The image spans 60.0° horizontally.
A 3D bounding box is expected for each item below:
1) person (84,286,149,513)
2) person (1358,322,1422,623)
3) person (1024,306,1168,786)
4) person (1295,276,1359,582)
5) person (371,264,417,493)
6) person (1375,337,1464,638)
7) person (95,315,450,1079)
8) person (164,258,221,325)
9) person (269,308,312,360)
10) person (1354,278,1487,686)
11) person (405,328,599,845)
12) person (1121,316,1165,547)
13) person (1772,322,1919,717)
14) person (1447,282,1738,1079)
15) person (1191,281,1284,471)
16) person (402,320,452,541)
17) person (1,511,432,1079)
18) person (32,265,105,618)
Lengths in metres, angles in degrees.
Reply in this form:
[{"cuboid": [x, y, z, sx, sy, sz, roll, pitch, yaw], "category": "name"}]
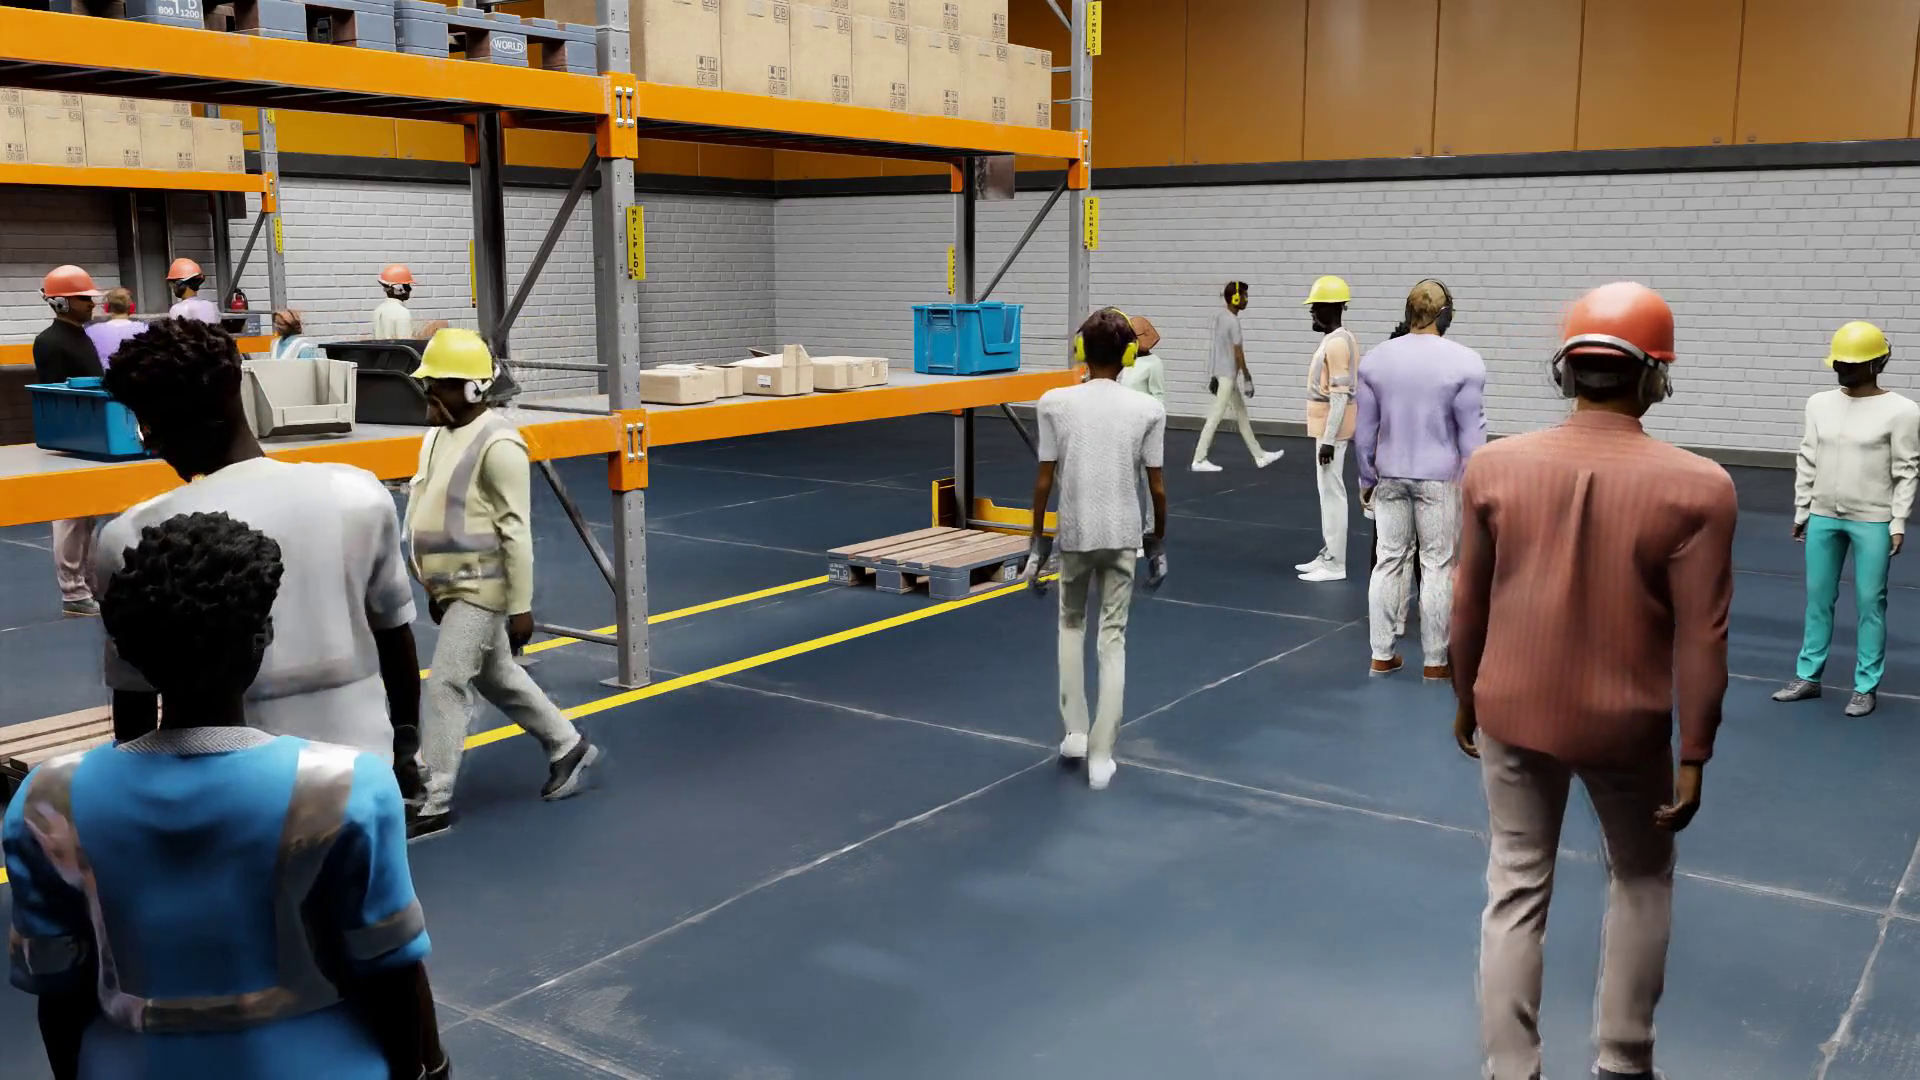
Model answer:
[{"cuboid": [-6.727, -1.126, 13.402, 0.569, 1.824, 0.766, -3, 10, -20], "category": "person"}, {"cuboid": [2.490, -0.379, 9.318, 0.535, 1.697, 0.322, 4, 10, 22], "category": "person"}, {"cuboid": [0.544, 0.013, 6.543, 0.557, 1.843, 0.628, 1, 10, 6], "category": "person"}, {"cuboid": [2.326, -0.698, 10.531, 0.366, 1.926, 0.593, 2, 10, 10], "category": "person"}, {"cuboid": [-4.907, -1.412, 14.581, 0.380, 1.996, 0.608, -9, 13, -43], "category": "person"}, {"cuboid": [2.484, -0.280, 8.903, 0.523, 1.638, 0.310, 2, 10, 13], "category": "person"}, {"cuboid": [-1.429, 0.487, 3.527, 0.674, 1.916, 0.411, -8, 12, -38], "category": "person"}, {"cuboid": [-6.602, -1.391, 14.317, 0.383, 2.041, 0.616, 1, 10, 5], "category": "person"}, {"cuboid": [-5.665, -1.163, 14.185, 0.535, 1.624, 0.417, 7, 12, 36], "category": "person"}, {"cuboid": [2.201, -0.275, 7.983, 0.635, 1.937, 0.352, 7, 12, 37], "category": "person"}, {"cuboid": [-1.702, 0.137, 5.954, 0.894, 1.802, 0.598, -8, 12, -39], "category": "person"}, {"cuboid": [1.271, -0.770, 11.834, 0.284, 1.633, 0.498, -4, 10, -24], "category": "person"}, {"cuboid": [3.968, -0.090, 7.427, 0.343, 1.757, 0.526, -6, 11, -33], "category": "person"}, {"cuboid": [1.433, 0.405, 3.844, 0.636, 1.972, 0.645, 6, 11, 31], "category": "person"}, {"cuboid": [2.678, -1.555, 15.946, 0.963, 1.817, 0.562, 0, 10, -3], "category": "person"}, {"cuboid": [-3.736, -0.796, 12.105, 0.861, 1.588, 0.500, -9, 13, -43], "category": "person"}, {"cuboid": [-0.981, 0.803, 2.280, 0.533, 1.698, 0.318, -1, 10, -6], "category": "person"}, {"cuboid": [-5.034, -0.561, 9.515, 0.377, 1.995, 0.608, -2, 10, -10], "category": "person"}]
